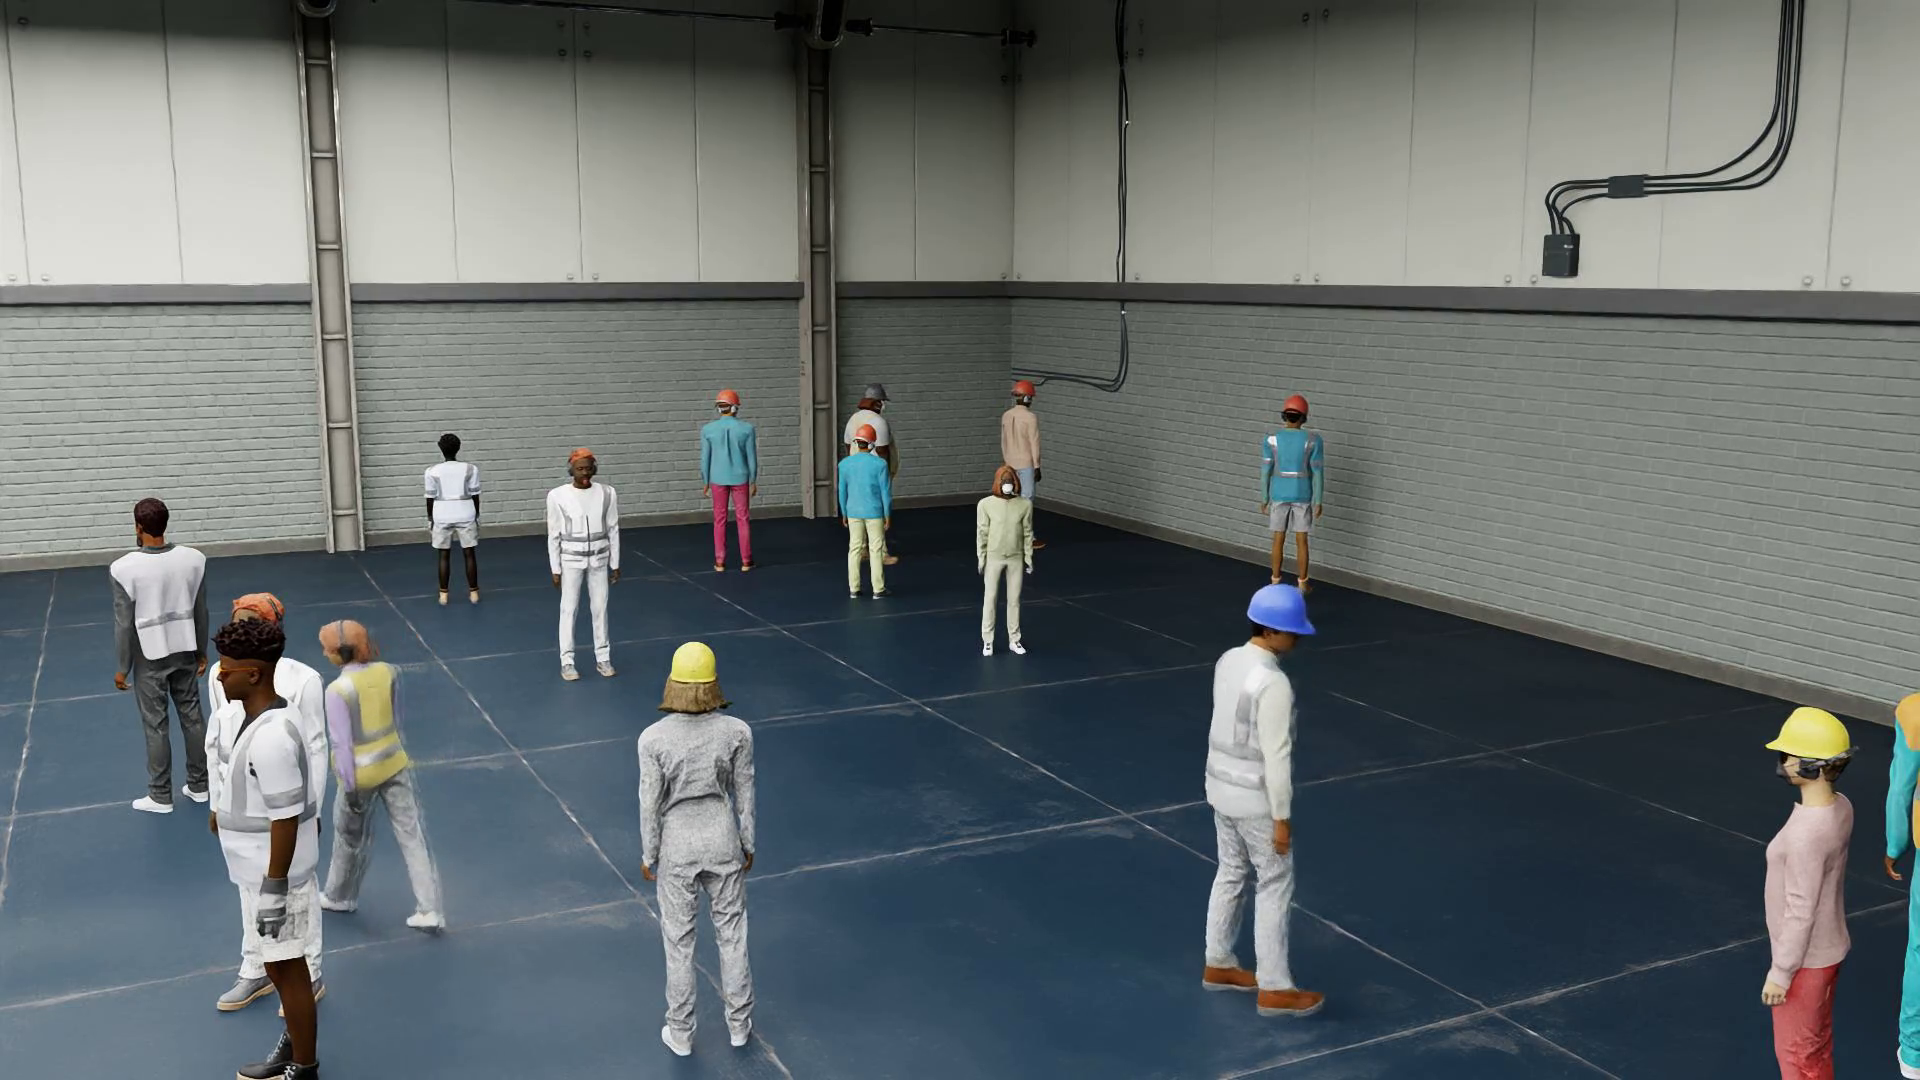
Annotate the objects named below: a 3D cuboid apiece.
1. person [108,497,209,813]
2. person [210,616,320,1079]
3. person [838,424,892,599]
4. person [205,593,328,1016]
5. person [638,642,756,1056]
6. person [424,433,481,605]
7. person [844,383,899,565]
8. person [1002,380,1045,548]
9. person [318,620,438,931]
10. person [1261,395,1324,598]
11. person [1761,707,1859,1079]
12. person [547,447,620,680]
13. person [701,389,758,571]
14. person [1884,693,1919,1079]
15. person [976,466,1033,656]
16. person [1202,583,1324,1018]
[{"bbox_3d":[-4.837,0.698,10.107,0.391,1.919,0.590,6,11,33],"label":"person"},{"bbox_3d":[-2.689,1.261,6.484,0.361,1.964,0.613,-4,10,-24],"label":"person"},{"bbox_3d":[-0.935,-0.287,16.670,0.562,1.753,0.327,3,10,18],"label":"person"},{"bbox_3d":[-3.067,1.162,7.351,0.575,1.885,0.355,2,9,13],"label":"person"},{"bbox_3d":[-1.104,1.288,7.007,0.492,1.742,0.324,-3,10,-19],"label":"person"},{"bbox_3d":[-4.977,-0.202,16.351,0.535,1.694,0.320,-3,10,-17],"label":"person"},{"bbox_3d":[-0.955,-0.750,18.646,0.536,2.000,0.681,-7,12,-37],"label":"person"},{"bbox_3d":[0.743,-0.891,19.658,0.377,1.995,0.611,-8,12,-40],"label":"person"},{"bbox_3d":[-2.948,1.162,8.266,0.870,1.576,0.538,4,10,25],"label":"person"},{"bbox_3d":[3.337,-0.436,16.709,0.616,2.041,0.379,3,10,19],"label":"person"},{"bbox_3d":[2.969,1.458,5.891,0.310,1.769,0.523,7,12,37],"label":"person"},{"bbox_3d":[-3.015,0.190,13.383,0.575,1.877,0.343,-5,10,-27],"label":"person"},{"bbox_3d":[-2.515,-0.649,18.188,0.610,1.989,0.391,0,9,-2],"label":"person"},{"bbox_3d":[4.032,1.259,6.654,0.597,1.915,0.369,7,12,38],"label":"person"},{"bbox_3d":[0.385,0.175,14.204,0.497,1.633,0.283,-2,9,-13],"label":"person"},{"bbox_3d":[1.312,1.132,7.402,0.434,1.927,0.683,-2,9,-13],"label":"person"}]
